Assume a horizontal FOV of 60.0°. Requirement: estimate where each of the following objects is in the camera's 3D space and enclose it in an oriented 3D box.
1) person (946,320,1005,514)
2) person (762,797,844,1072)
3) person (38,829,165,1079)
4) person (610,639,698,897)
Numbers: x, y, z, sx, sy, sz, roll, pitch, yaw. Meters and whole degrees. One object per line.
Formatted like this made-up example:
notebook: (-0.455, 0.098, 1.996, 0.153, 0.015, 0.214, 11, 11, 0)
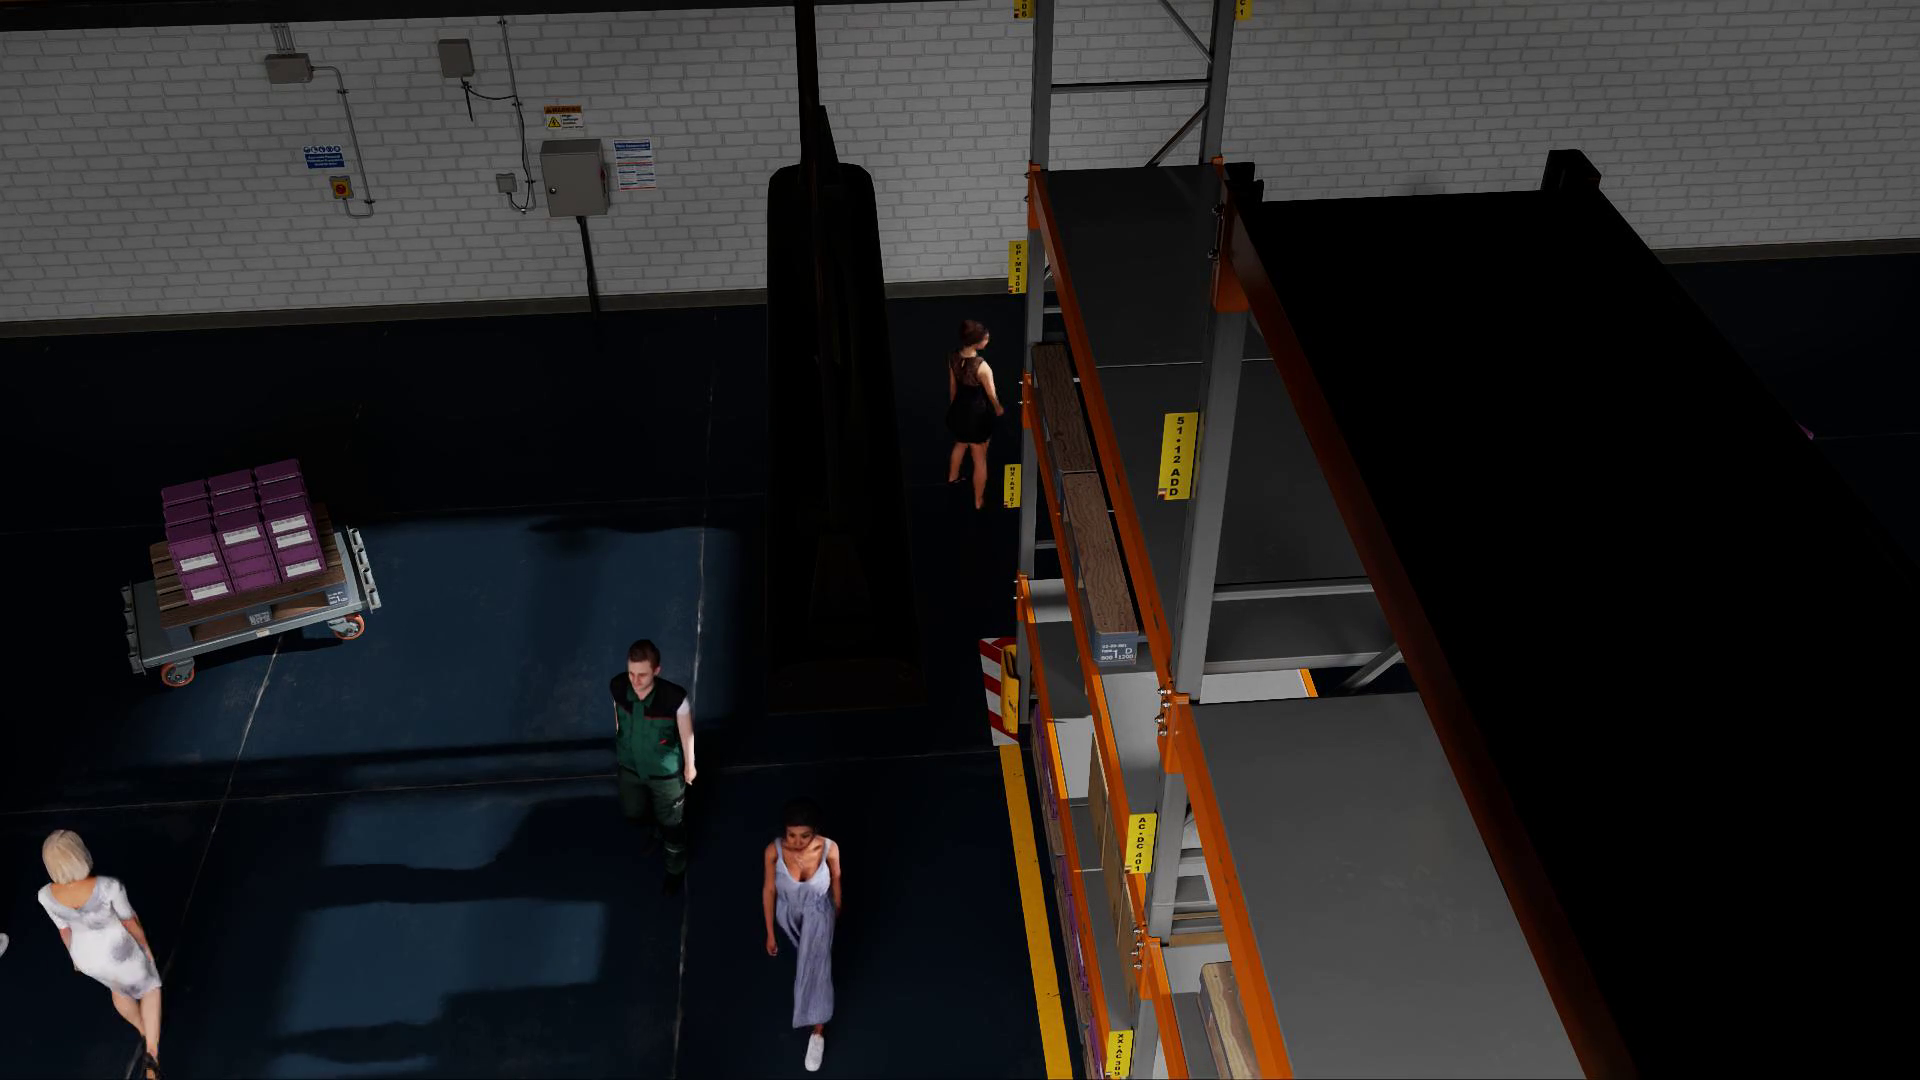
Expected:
person: (0.085, -0.921, 12.667, 0.817, 1.668, 0.880, 27, 46, 30)
person: (-0.842, 1.965, 9.065, 0.683, 1.652, 1.174, 2, 39, 2)
person: (-4.444, 2.214, 8.687, 0.641, 1.736, 0.878, -9, 39, -11)
person: (-1.792, 1.277, 9.776, 0.807, 1.841, 0.875, 11, 40, 14)
